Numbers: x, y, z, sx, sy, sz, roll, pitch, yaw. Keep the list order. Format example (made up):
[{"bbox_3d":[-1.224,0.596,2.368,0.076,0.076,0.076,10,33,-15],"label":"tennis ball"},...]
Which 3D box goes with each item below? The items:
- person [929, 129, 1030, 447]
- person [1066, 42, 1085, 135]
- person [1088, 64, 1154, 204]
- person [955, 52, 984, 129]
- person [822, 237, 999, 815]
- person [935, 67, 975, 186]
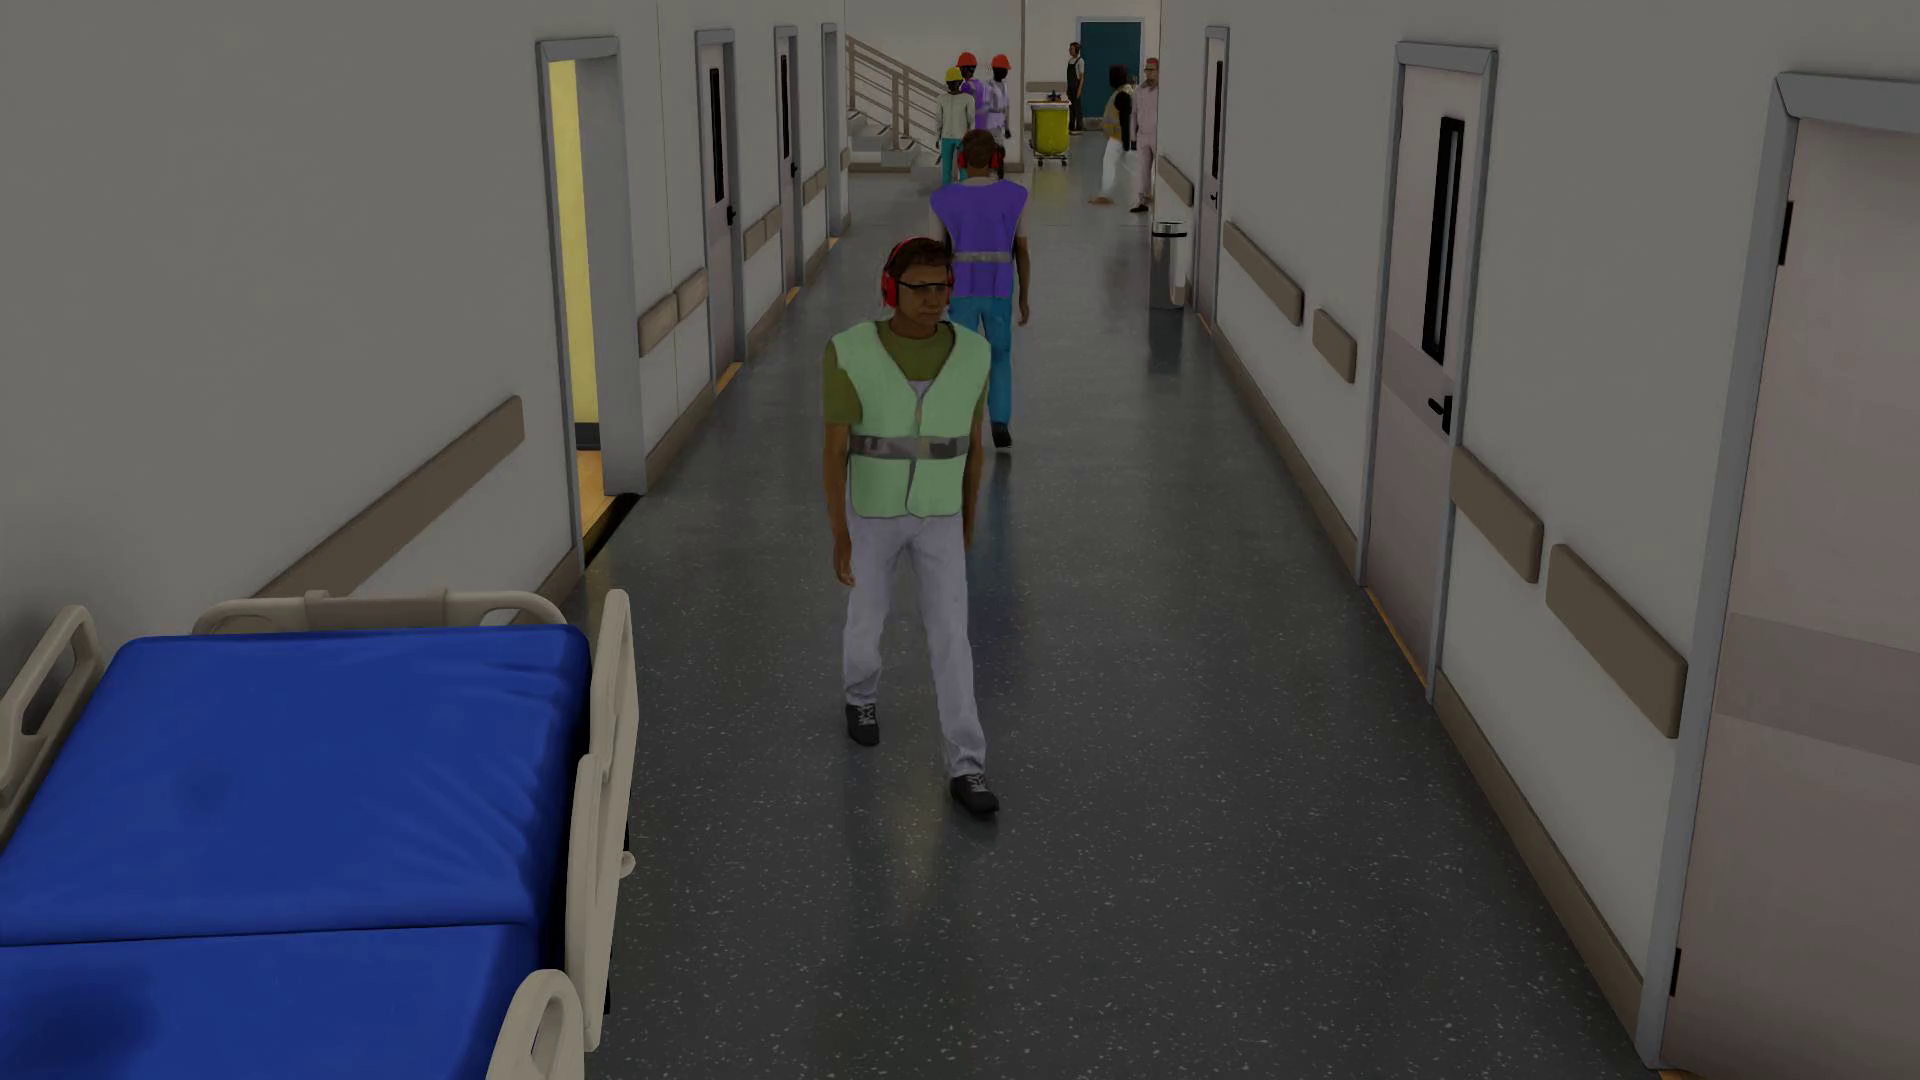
[{"bbox_3d":[0.099,-1.366,9.340,0.582,1.829,0.450,-2,18,-8],"label":"person"},{"bbox_3d":[2.329,-9.198,33.915,0.346,1.846,0.506,-10,20,-29],"label":"person"},{"bbox_3d":[2.181,-5.276,21.684,0.892,1.802,0.626,2,18,7],"label":"person"},{"bbox_3d":[0.105,-5.366,21.725,0.375,1.935,0.551,6,19,19],"label":"person"},{"bbox_3d":[-0.174,-0.082,5.366,0.587,1.795,0.986,-6,19,-17],"label":"person"},{"bbox_3d":[-0.071,-5.141,21.299,0.533,1.767,0.324,6,19,17],"label":"person"}]
